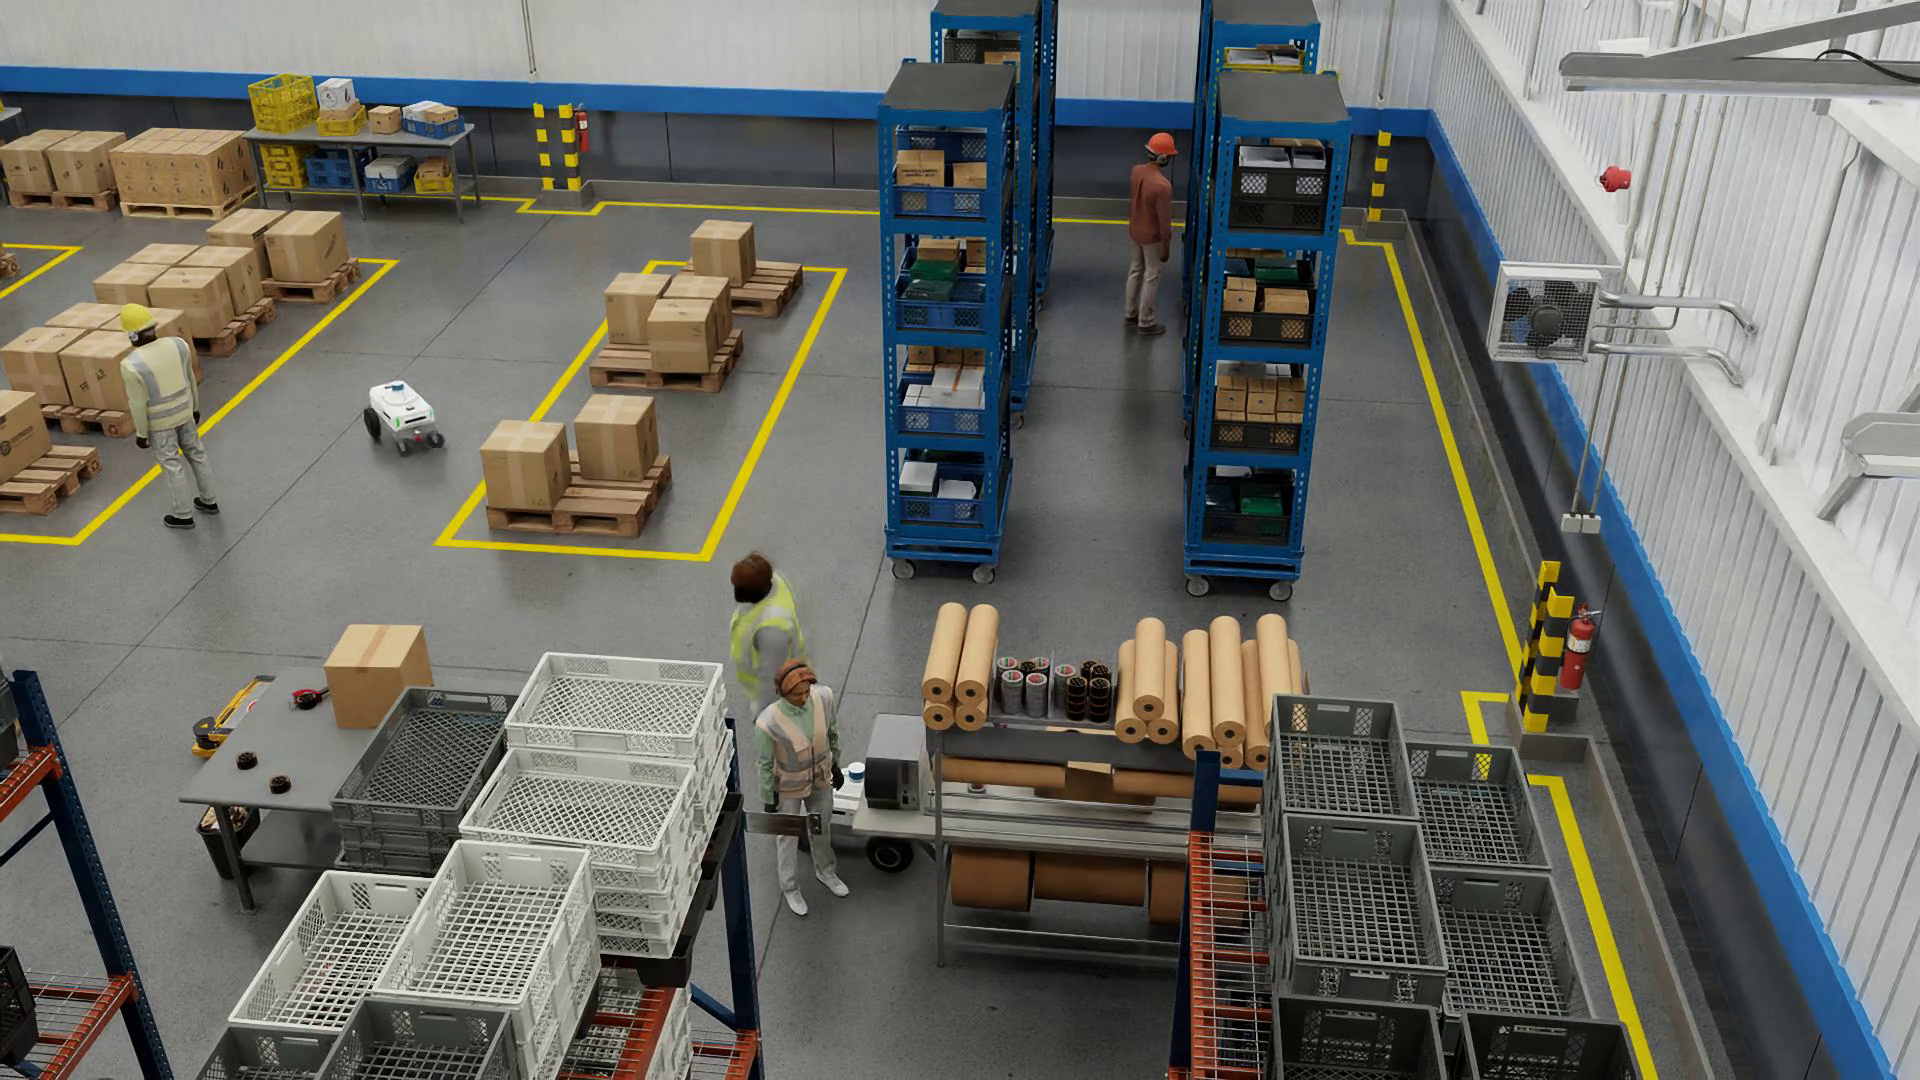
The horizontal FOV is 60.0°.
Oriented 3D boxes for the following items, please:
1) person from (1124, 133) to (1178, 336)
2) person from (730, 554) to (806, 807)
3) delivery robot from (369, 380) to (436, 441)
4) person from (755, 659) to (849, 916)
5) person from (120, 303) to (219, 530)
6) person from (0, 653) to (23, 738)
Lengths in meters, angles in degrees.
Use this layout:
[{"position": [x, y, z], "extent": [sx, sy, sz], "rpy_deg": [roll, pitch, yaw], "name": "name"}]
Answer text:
[{"position": [1.846, -2.939, 16.014], "extent": [0.411, 1.980, 0.626], "rpy_deg": [-15, 34, -24], "name": "person"}, {"position": [-1.114, 0.828, 9.717], "extent": [0.435, 1.804, 0.670], "rpy_deg": [-5, 31, -9], "name": "person"}, {"position": [-4.768, -1.124, 14.207], "extent": [0.477, 0.478, 0.707], "rpy_deg": [-20, 36, -30], "name": "delivery robot"}, {"position": [-0.865, 1.323, 9.030], "extent": [0.520, 1.630, 0.325], "rpy_deg": [-24, 38, -35], "name": "person"}, {"position": [-6.087, -0.954, 12.744], "extent": [0.403, 1.832, 0.586], "rpy_deg": [14, 33, 22], "name": "person"}, {"position": [-6.233, 0.538, 10.314], "extent": [0.539, 1.695, 0.318], "rpy_deg": [11, 32, 17], "name": "person"}]
